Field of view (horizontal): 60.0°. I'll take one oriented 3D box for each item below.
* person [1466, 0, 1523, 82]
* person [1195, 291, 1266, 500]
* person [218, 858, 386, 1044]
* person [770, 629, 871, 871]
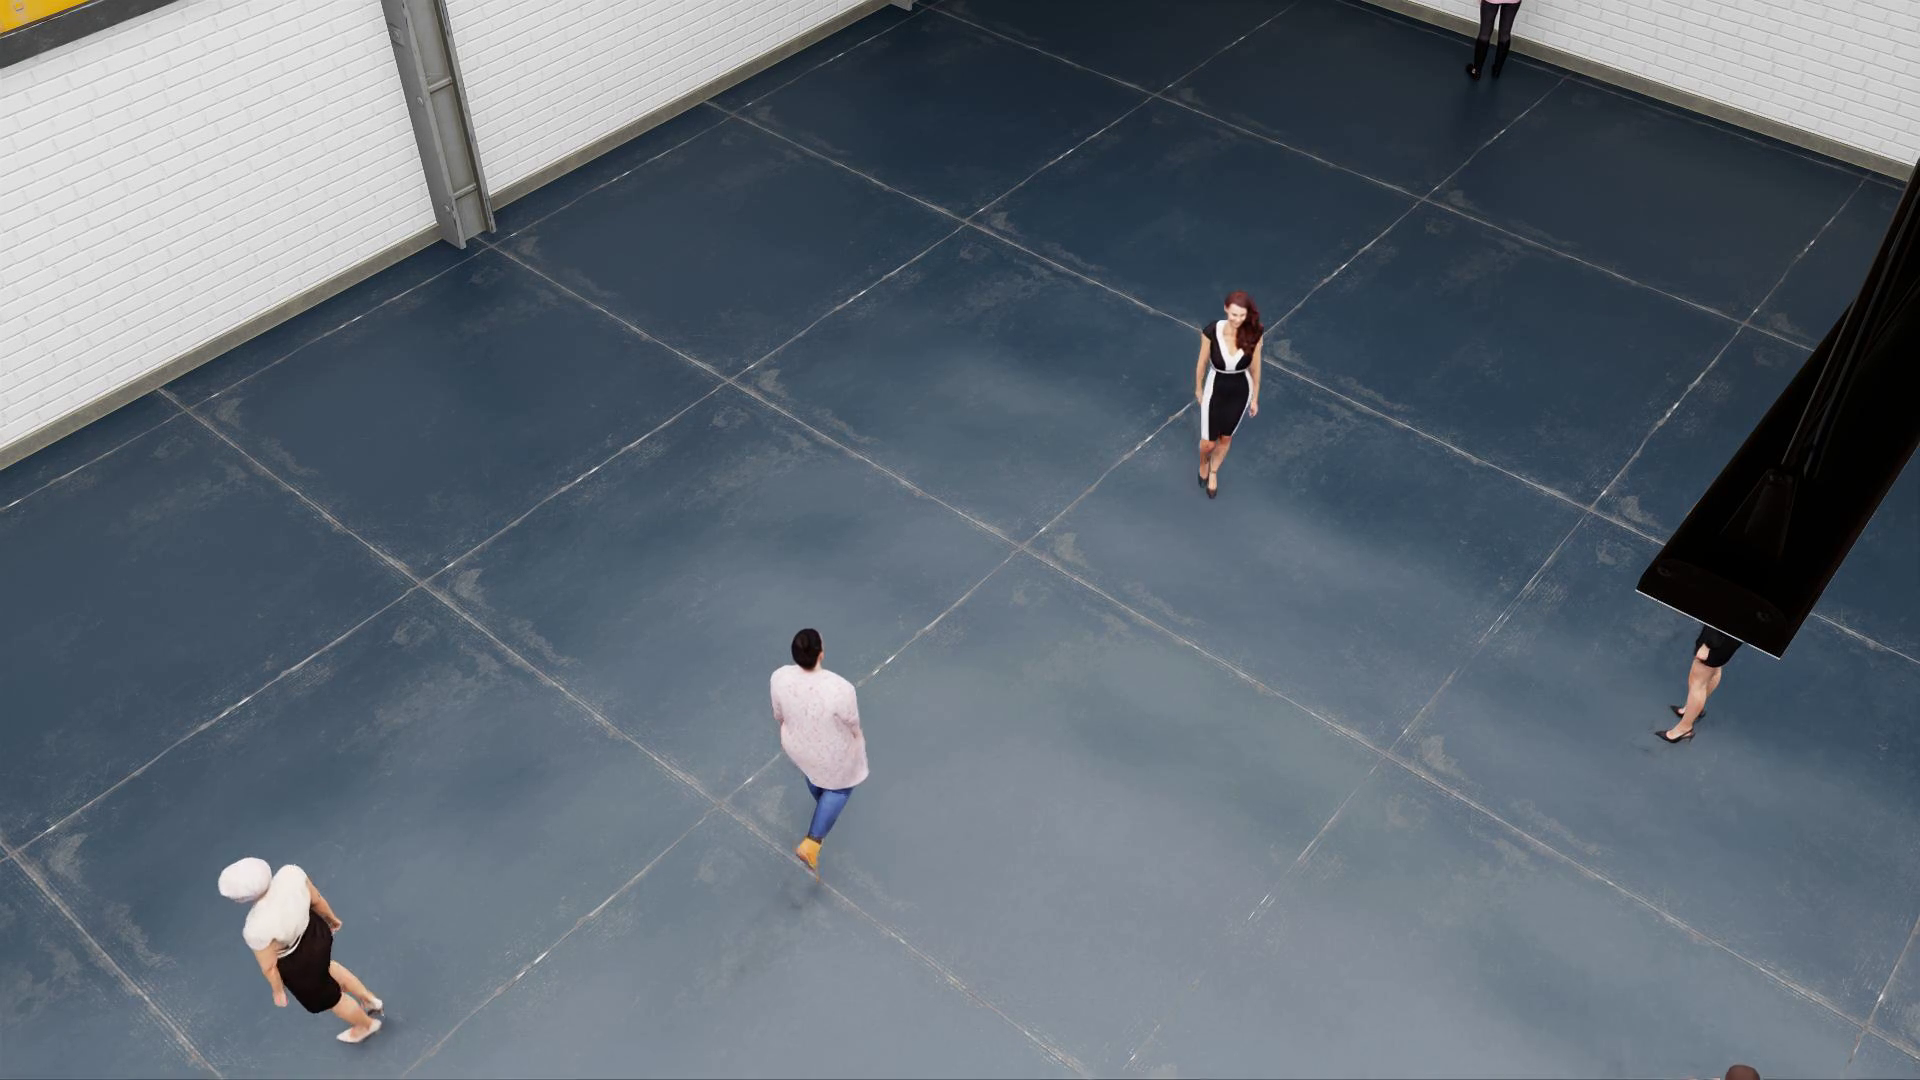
[{"bbox_3d":[5.347,-5.356,16.399,0.684,1.688,0.729,0,44,0],"label":"person"},{"bbox_3d":[1.881,-1.061,11.820,0.706,1.785,0.760,0,44,0],"label":"person"},{"bbox_3d":[-3.288,2.124,8.515,0.875,1.732,0.797,10,44,10],"label":"person"},{"bbox_3d":[-0.829,1.192,9.500,0.841,1.724,1.045,17,46,17],"label":"person"}]
